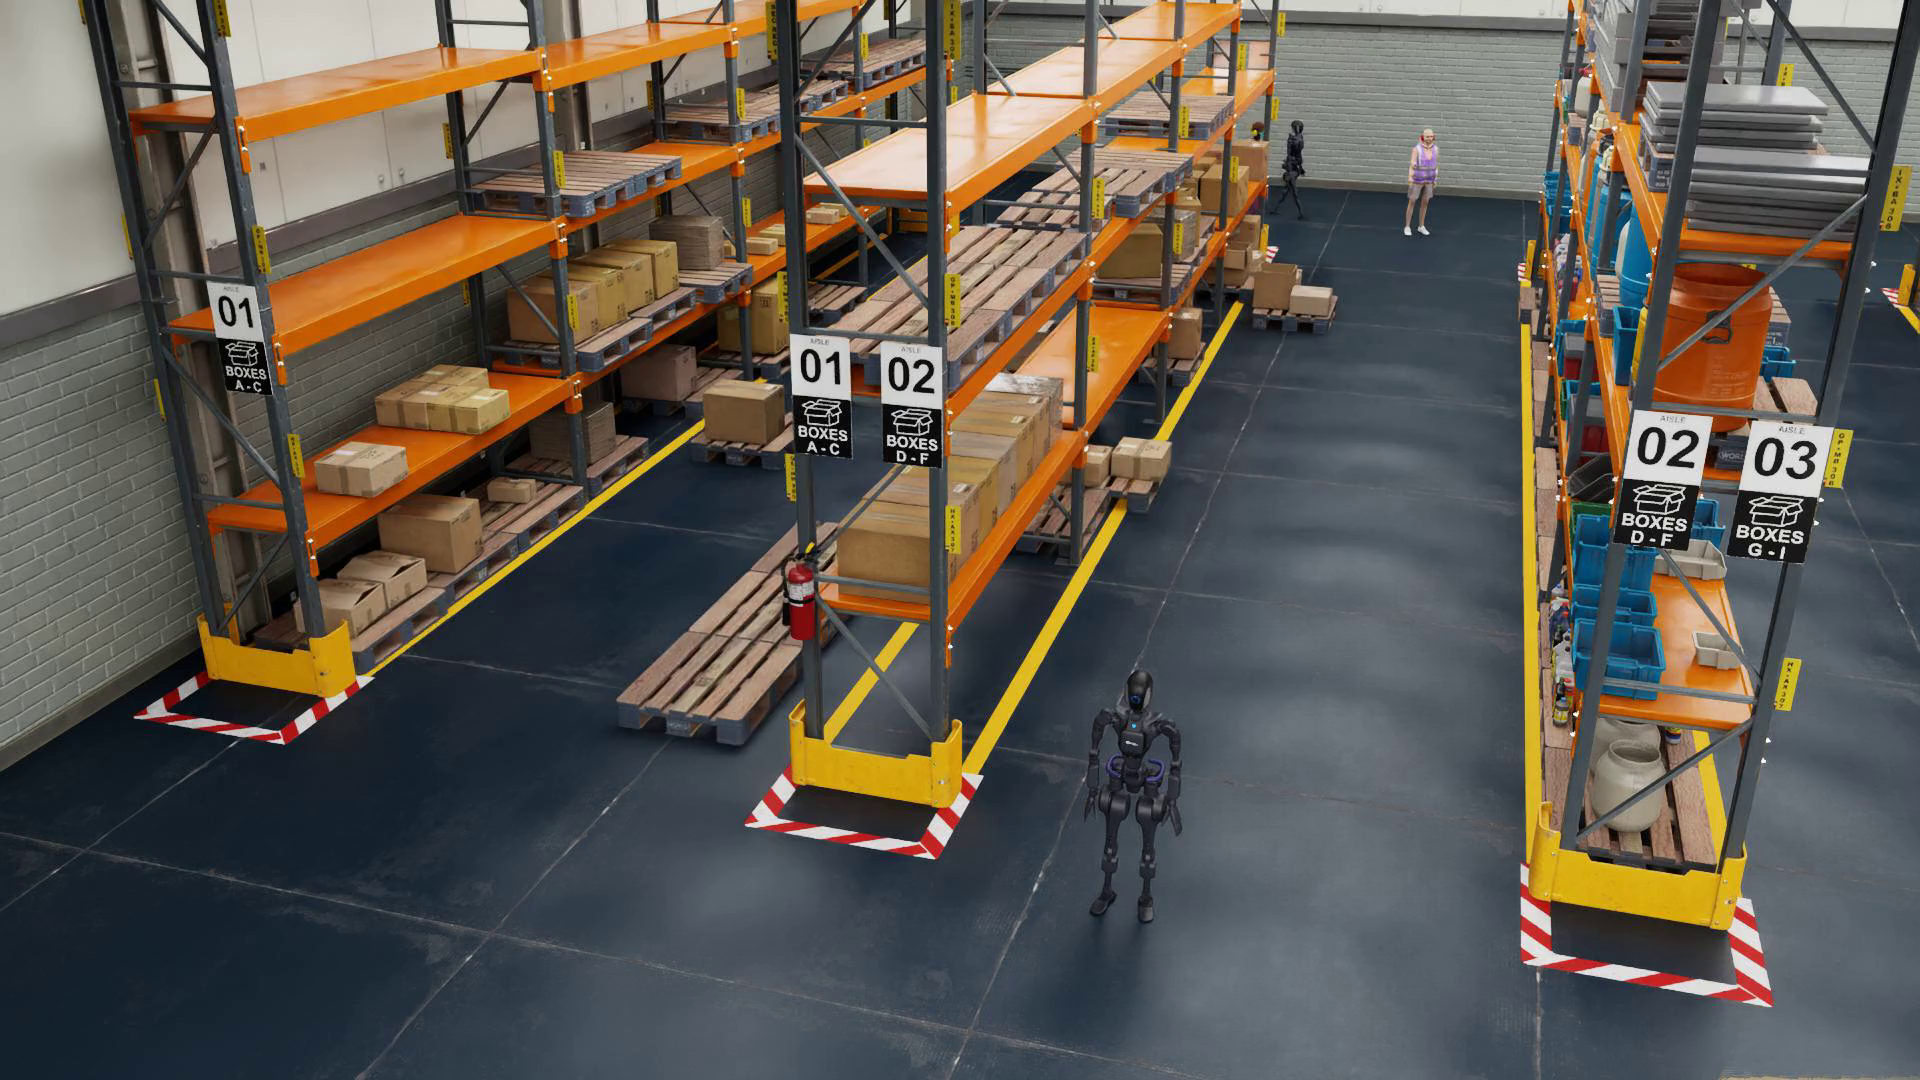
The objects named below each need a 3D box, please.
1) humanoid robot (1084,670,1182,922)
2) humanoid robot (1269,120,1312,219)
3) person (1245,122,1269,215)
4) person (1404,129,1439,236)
[{"bbox_3d":[1.037,1.514,9.870,0.599,1.655,0.315,7,24,16],"label":"humanoid robot"},{"bbox_3d":[5.612,-6.221,27.893,0.811,1.622,0.614,15,28,31],"label":"humanoid robot"},{"bbox_3d":[4.730,-5.812,26.740,0.521,1.789,0.410,-20,30,-38],"label":"person"},{"bbox_3d":[7.419,-5.740,26.680,0.482,1.693,0.348,-4,24,-9],"label":"person"}]
